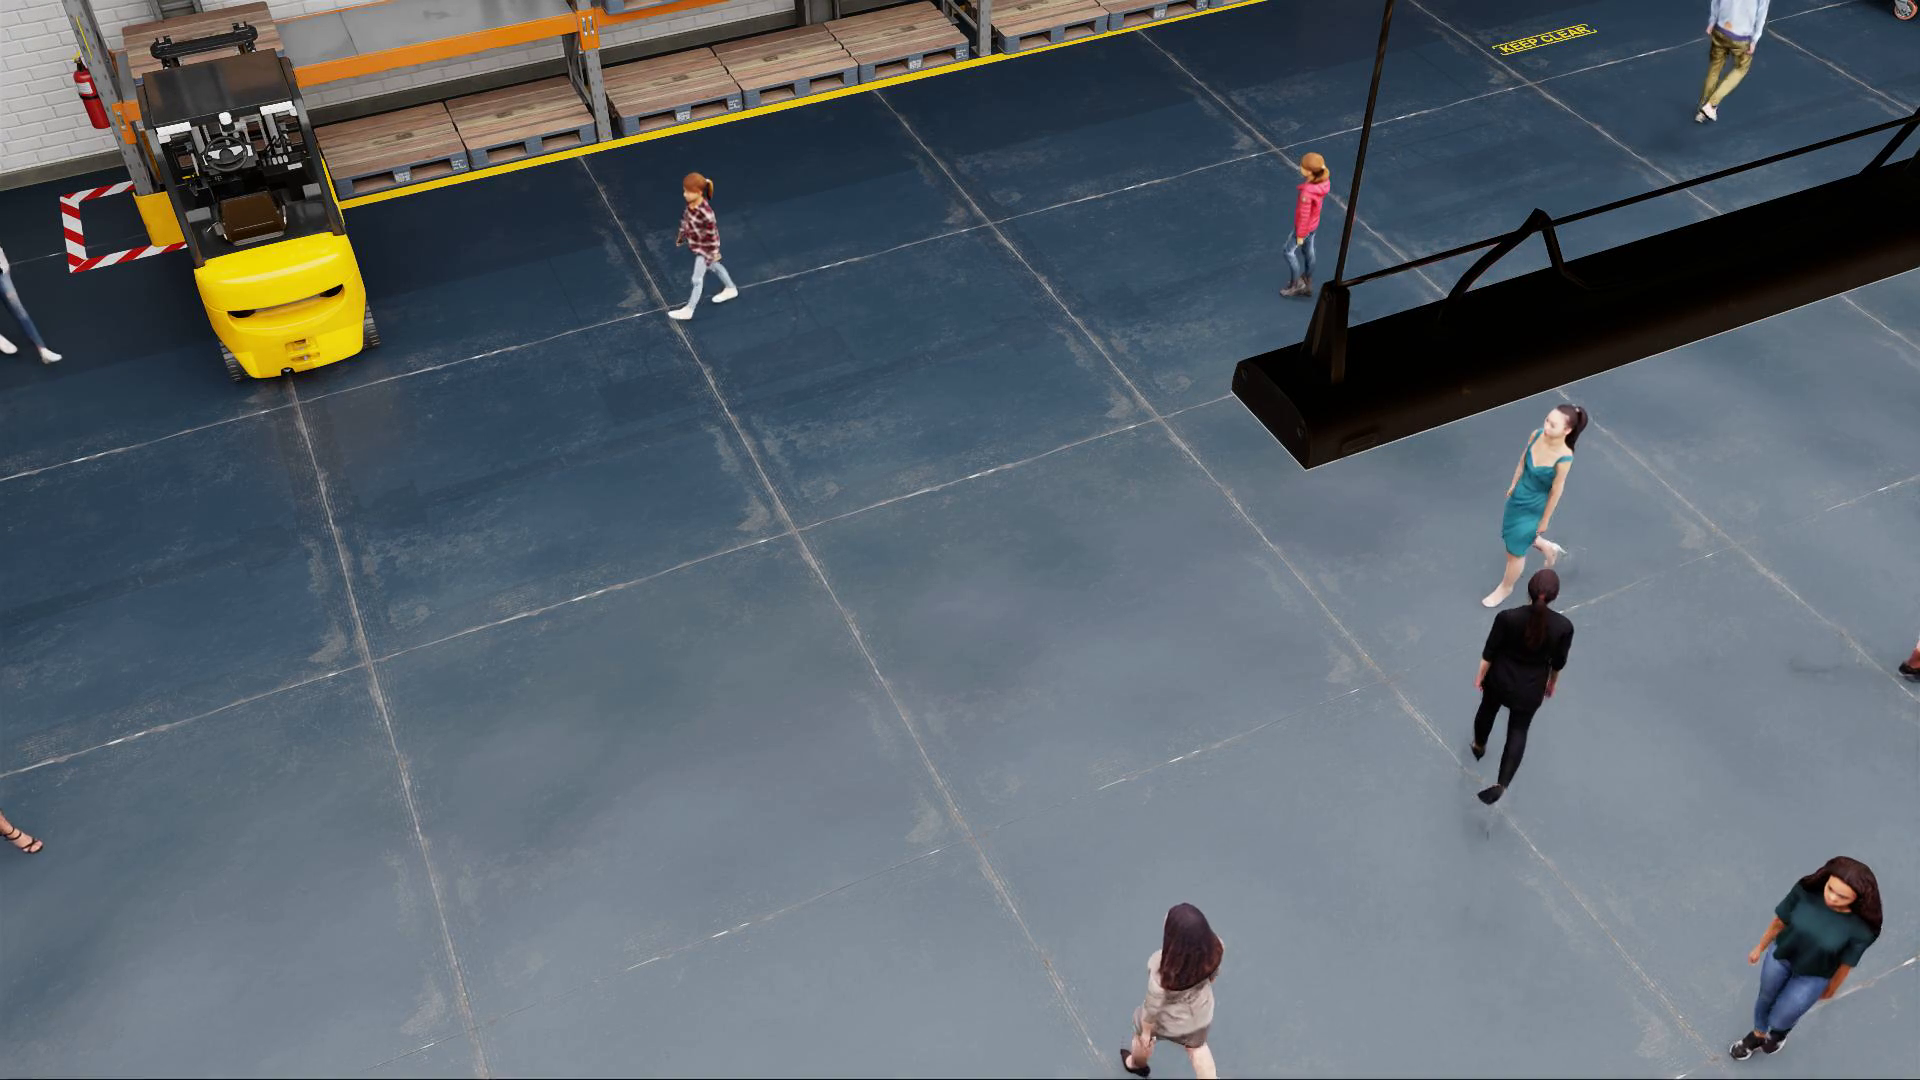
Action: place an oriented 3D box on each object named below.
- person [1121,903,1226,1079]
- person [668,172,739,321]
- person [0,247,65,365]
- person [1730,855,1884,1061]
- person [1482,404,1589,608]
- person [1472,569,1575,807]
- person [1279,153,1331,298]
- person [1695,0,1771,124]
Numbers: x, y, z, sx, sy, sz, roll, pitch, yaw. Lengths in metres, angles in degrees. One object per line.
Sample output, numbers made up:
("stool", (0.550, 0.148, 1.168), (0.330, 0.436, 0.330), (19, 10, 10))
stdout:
("person", (1.111, 2.353, 8.115), (0.922, 1.721, 0.661), (-19, 47, -19))
("person", (-2.017, -2.407, 13.441), (0.907, 1.267, 0.592), (-22, 48, -21))
("person", (-7.603, -2.061, 12.839), (1.047, 1.596, 1.084), (24, 48, 23))
("person", (4.319, 2.111, 8.453), (0.648, 1.606, 0.624), (-25, 49, -24))
("person", (3.799, -0.231, 10.862), (0.838, 1.673, 0.609), (-13, 45, -13))
("person", (3.222, 0.902, 9.703), (0.975, 1.632, 1.026), (10, 45, 10))
("person", (2.888, -2.543, 13.554), (0.664, 1.308, 0.575), (23, 48, 23))
("person", (7.147, -4.680, 15.440), (0.810, 1.801, 0.797), (-30, 51, -28))
